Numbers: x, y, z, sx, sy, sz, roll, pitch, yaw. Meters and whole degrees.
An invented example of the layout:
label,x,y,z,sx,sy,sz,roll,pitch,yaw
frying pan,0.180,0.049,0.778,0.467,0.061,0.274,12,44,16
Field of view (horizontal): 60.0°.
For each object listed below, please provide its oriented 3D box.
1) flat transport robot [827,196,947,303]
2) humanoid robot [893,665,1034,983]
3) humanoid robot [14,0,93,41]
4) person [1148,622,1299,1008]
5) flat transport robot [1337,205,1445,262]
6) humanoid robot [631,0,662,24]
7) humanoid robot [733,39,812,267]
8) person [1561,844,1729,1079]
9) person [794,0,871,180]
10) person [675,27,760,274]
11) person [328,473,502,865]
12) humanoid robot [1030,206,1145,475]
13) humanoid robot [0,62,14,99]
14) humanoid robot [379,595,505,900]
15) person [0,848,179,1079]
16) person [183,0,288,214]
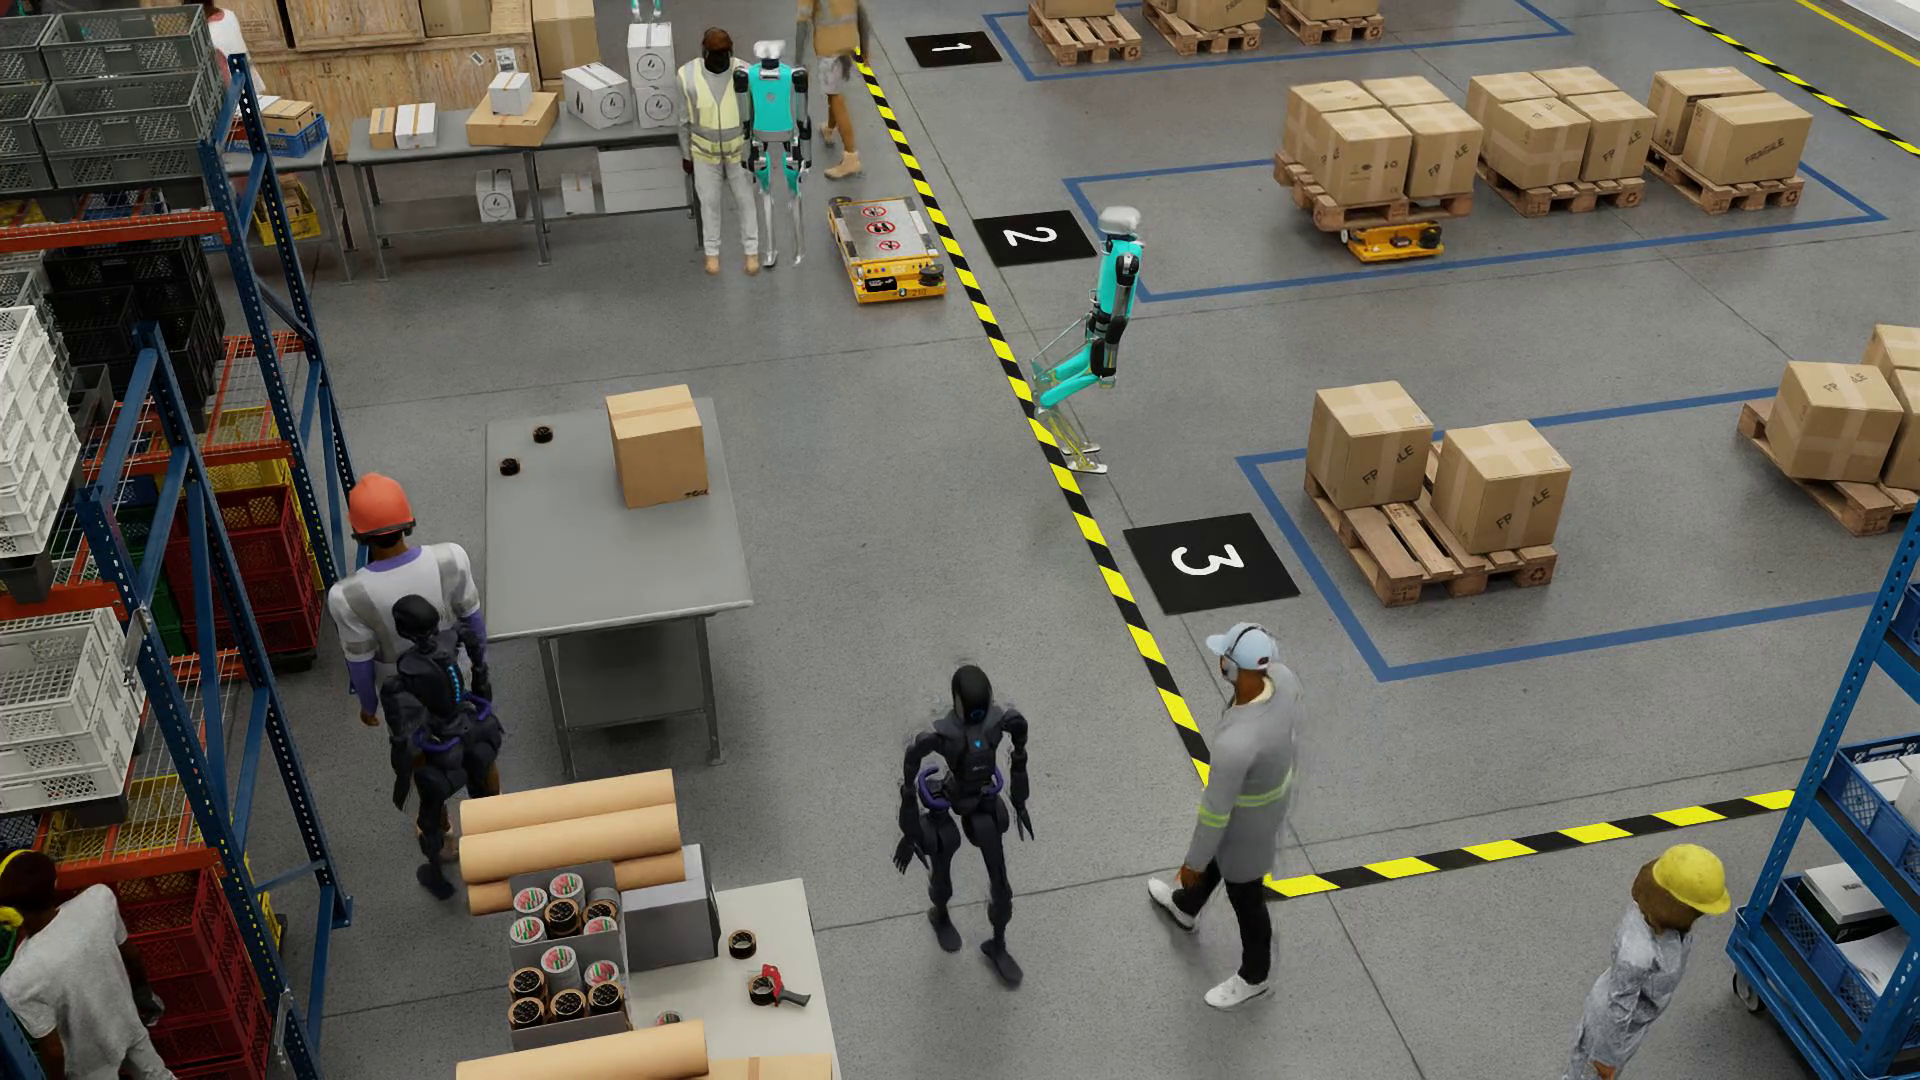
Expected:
label,x,y,z,sx,sy,sz,roll,pitch,yaw
flat transport robot,-0.570,-2.220,12.538,0.659,0.231,1.431,-8,37,-10
humanoid robot,0.028,1.156,6.825,0.613,1.637,0.550,-14,39,-18
humanoid robot,-8.093,-4.699,14.731,0.779,1.883,0.571,-23,42,-28
person,1.047,1.097,6.781,0.739,1.813,0.669,17,40,21
flat transport robot,3.186,-2.604,13.031,0.652,0.197,1.431,-8,37,-10
humanoid robot,-2.987,-5.311,15.532,0.552,1.857,0.815,-4,37,-6
humanoid robot,-1.326,-2.830,12.129,0.531,1.798,0.666,-1,37,-1
person,2.419,1.722,6.004,0.322,1.740,0.491,24,43,29
person,-1.048,-4.005,13.522,0.685,1.971,0.998,-28,45,-32
person,-1.705,-2.798,12.006,0.628,1.835,0.430,-3,37,-5
person,-2.357,0.584,7.284,0.604,2.045,0.375,-23,42,-28
humanoid robot,0.677,-1.168,9.780,0.735,1.677,0.533,-1,37,-1
humanoid robot,-6.893,-2.813,12.156,0.543,1.637,0.590,-14,39,-19
humanoid robot,-2.224,0.870,7.195,0.398,1.647,0.588,19,41,24
person,-3.030,1.761,5.848,0.315,1.866,0.533,10,38,13
person,-5.549,-3.380,12.735,0.433,1.909,0.597,-4,37,-5
